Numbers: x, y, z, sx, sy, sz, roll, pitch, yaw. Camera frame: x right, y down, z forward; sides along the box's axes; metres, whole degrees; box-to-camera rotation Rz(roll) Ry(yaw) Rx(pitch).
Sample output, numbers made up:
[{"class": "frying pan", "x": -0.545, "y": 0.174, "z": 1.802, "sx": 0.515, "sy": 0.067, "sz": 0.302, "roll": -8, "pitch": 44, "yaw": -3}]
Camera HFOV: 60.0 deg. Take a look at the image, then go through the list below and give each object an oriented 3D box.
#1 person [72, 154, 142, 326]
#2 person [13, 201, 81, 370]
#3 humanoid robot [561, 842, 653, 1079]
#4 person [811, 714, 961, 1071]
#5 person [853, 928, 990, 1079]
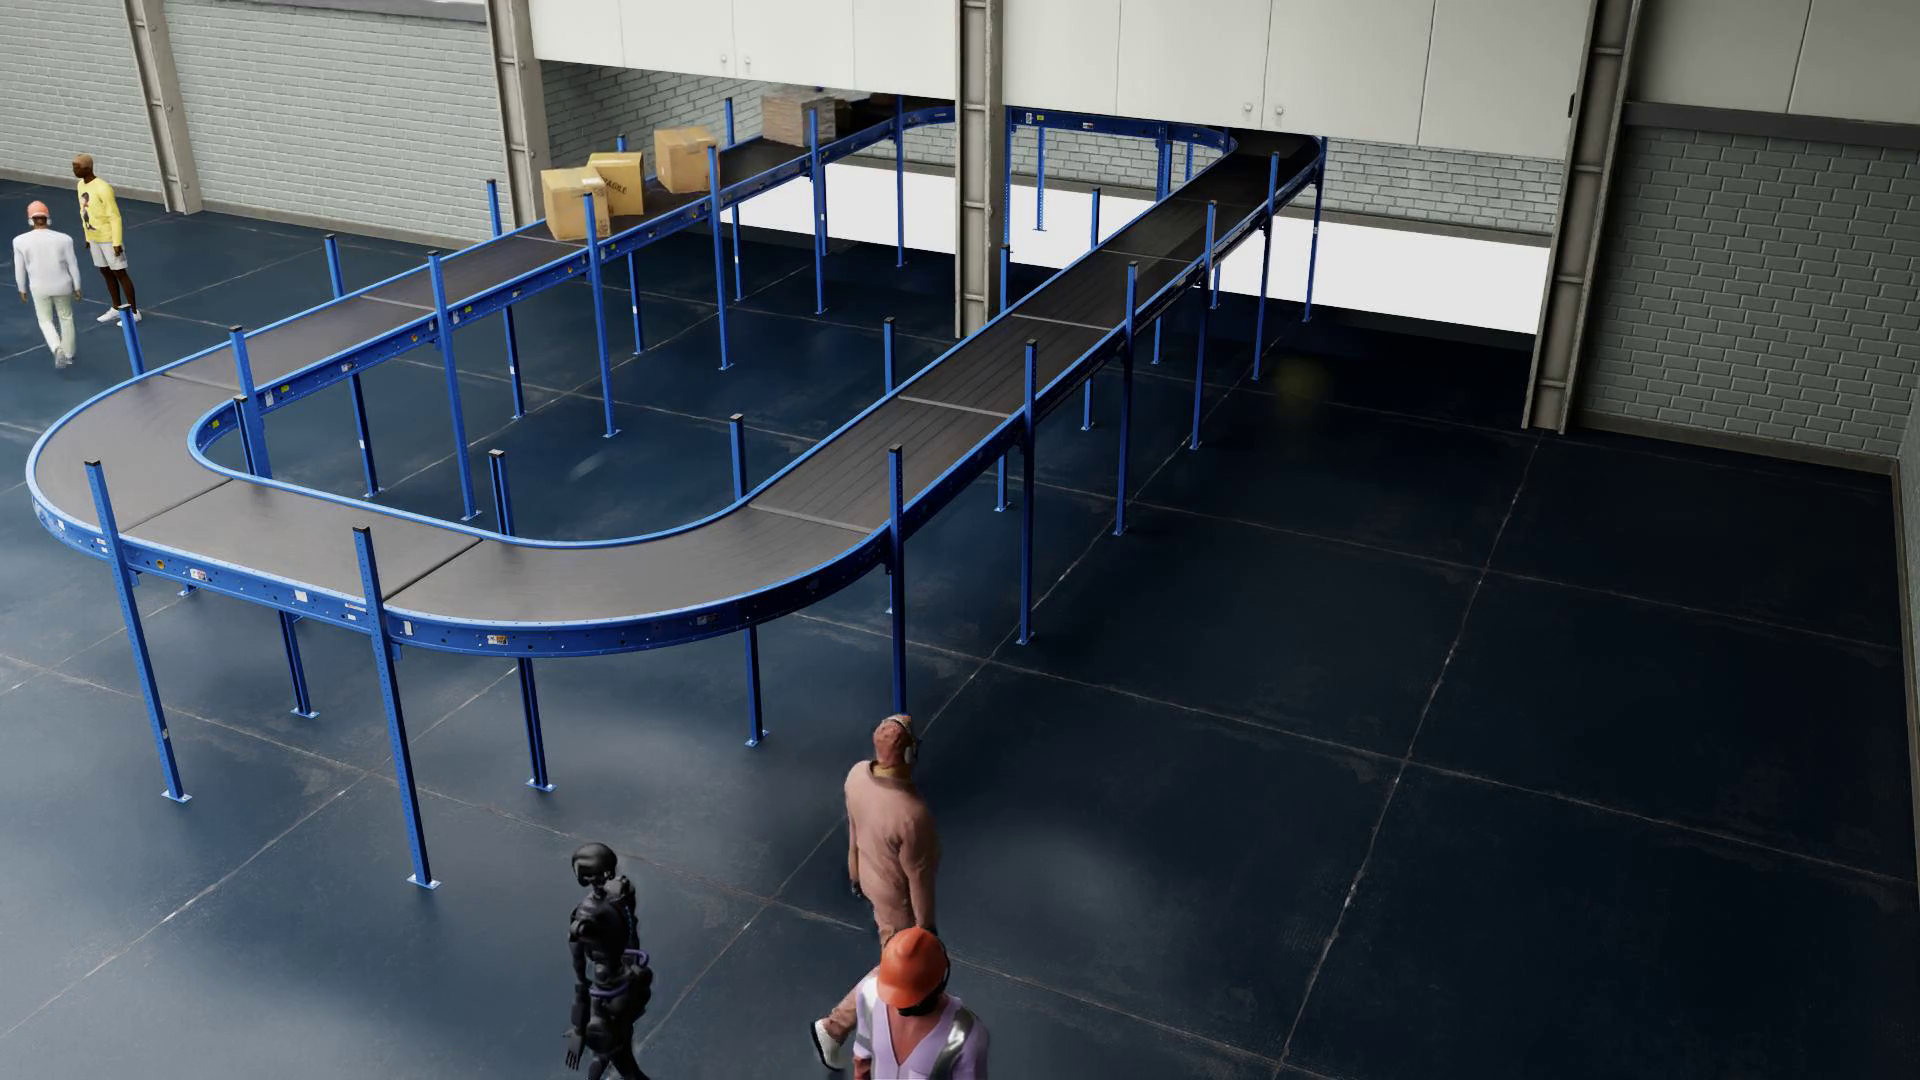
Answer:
[{"class": "person", "x": -9.420, "y": -3.310, "z": 18.313, "sx": 0.554, "sy": 1.898, "sz": 0.360, "roll": 15, "pitch": 30, "yaw": 27}, {"class": "person", "x": -9.311, "y": -2.584, "z": 17.048, "sx": 0.600, "sy": 1.720, "sz": 0.653, "roll": -16, "pitch": 30, "yaw": -29}, {"class": "humanoid robot", "x": -1.618, "y": 2.122, "z": 7.683, "sx": 0.794, "sy": 1.627, "sz": 0.608, "roll": 8, "pitch": 27, "yaw": 15}, {"class": "person", "x": -0.377, "y": 1.733, "z": 8.187, "sx": 0.830, "sy": 1.867, "sz": 0.642, "roll": -14, "pitch": 29, "yaw": -25}, {"class": "person", "x": -0.179, "y": 2.378, "z": 6.706, "sx": 0.607, "sy": 2.035, "sz": 0.403, "roll": 16, "pitch": 31, "yaw": 30}]
